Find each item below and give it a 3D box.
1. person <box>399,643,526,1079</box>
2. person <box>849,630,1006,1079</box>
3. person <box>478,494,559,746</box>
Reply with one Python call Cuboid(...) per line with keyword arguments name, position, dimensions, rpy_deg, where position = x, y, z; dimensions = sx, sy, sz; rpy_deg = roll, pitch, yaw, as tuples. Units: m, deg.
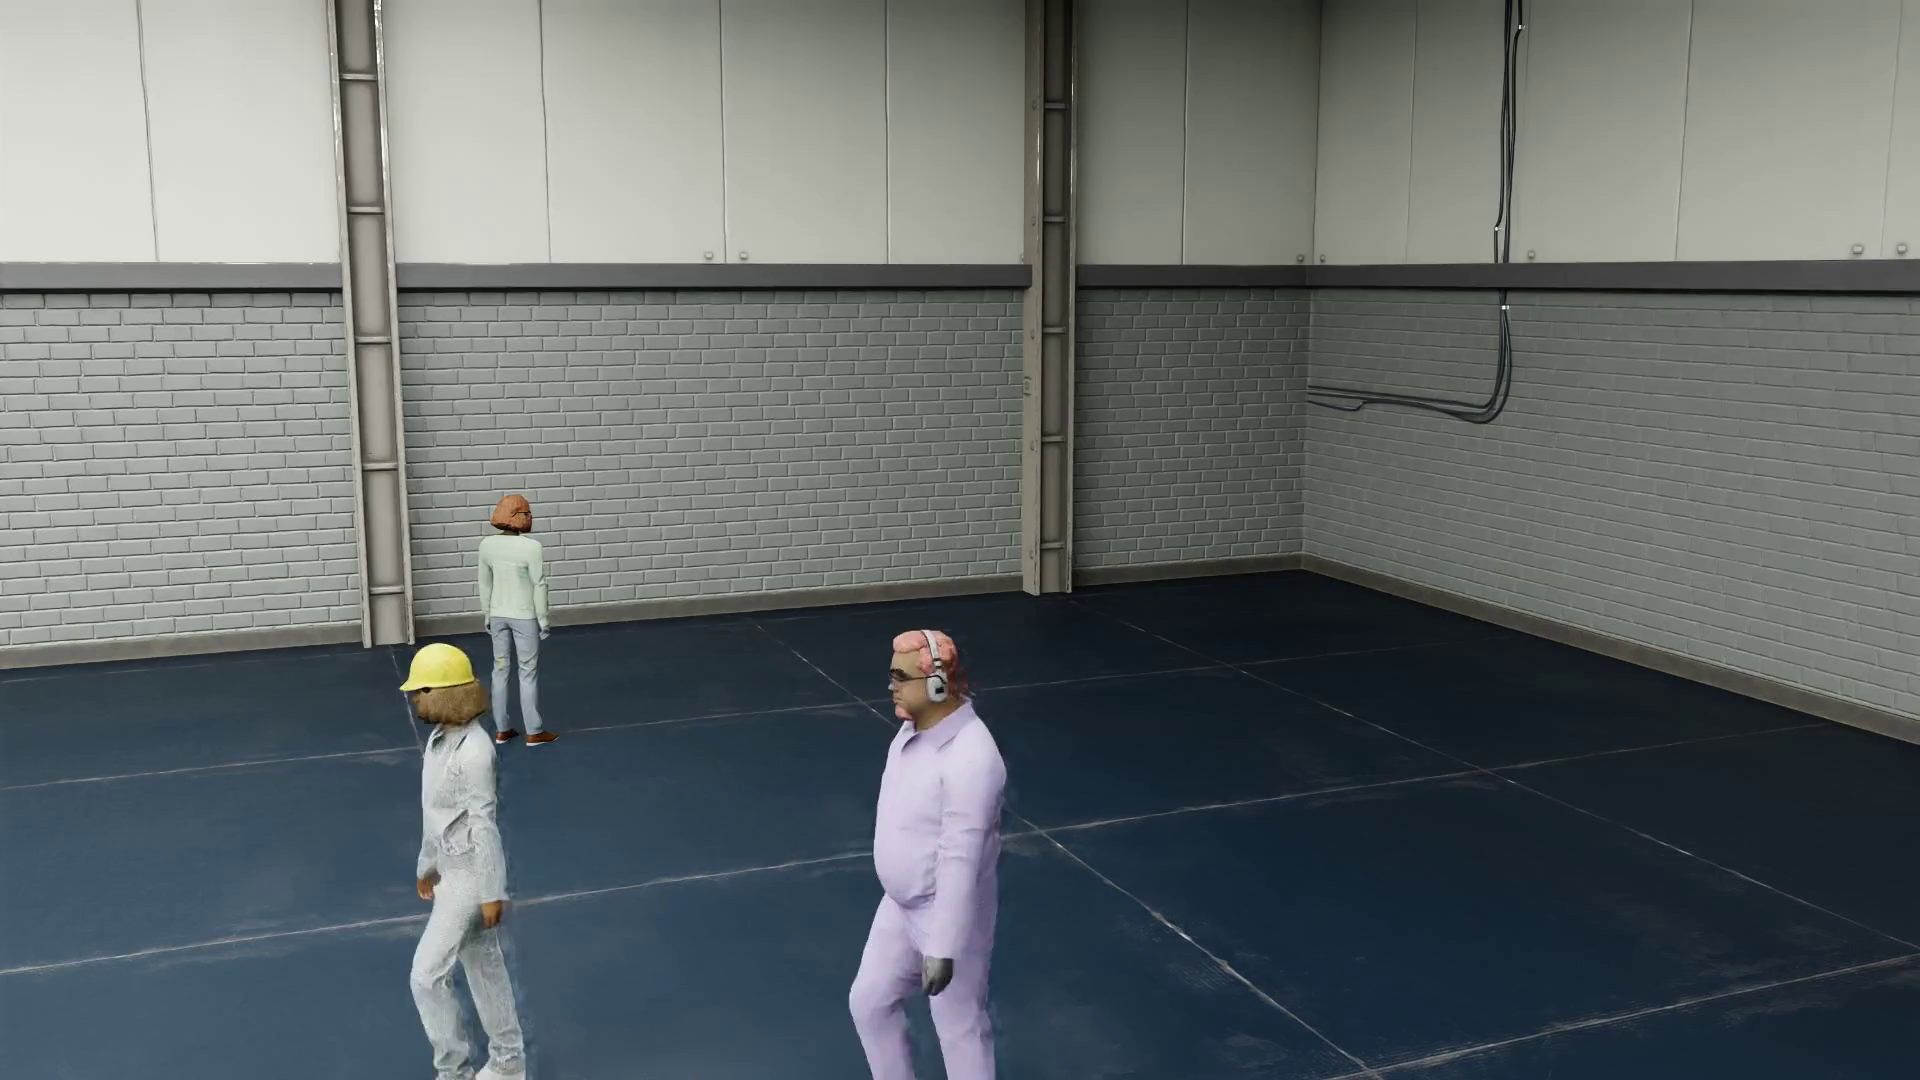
Cuboid(name="person", position=(-1.867, 1.224, 6.010), dimensions=(0.614, 1.718, 0.502), rpy_deg=(-5, 10, -30))
Cuboid(name="person", position=(-0.147, 1.233, 5.460), dimensions=(0.634, 1.889, 0.657), rpy_deg=(-4, 10, -25))
Cuboid(name="person", position=(-2.871, 0.516, 10.756), dimensions=(0.500, 1.632, 0.286), rpy_deg=(4, 10, 22))
